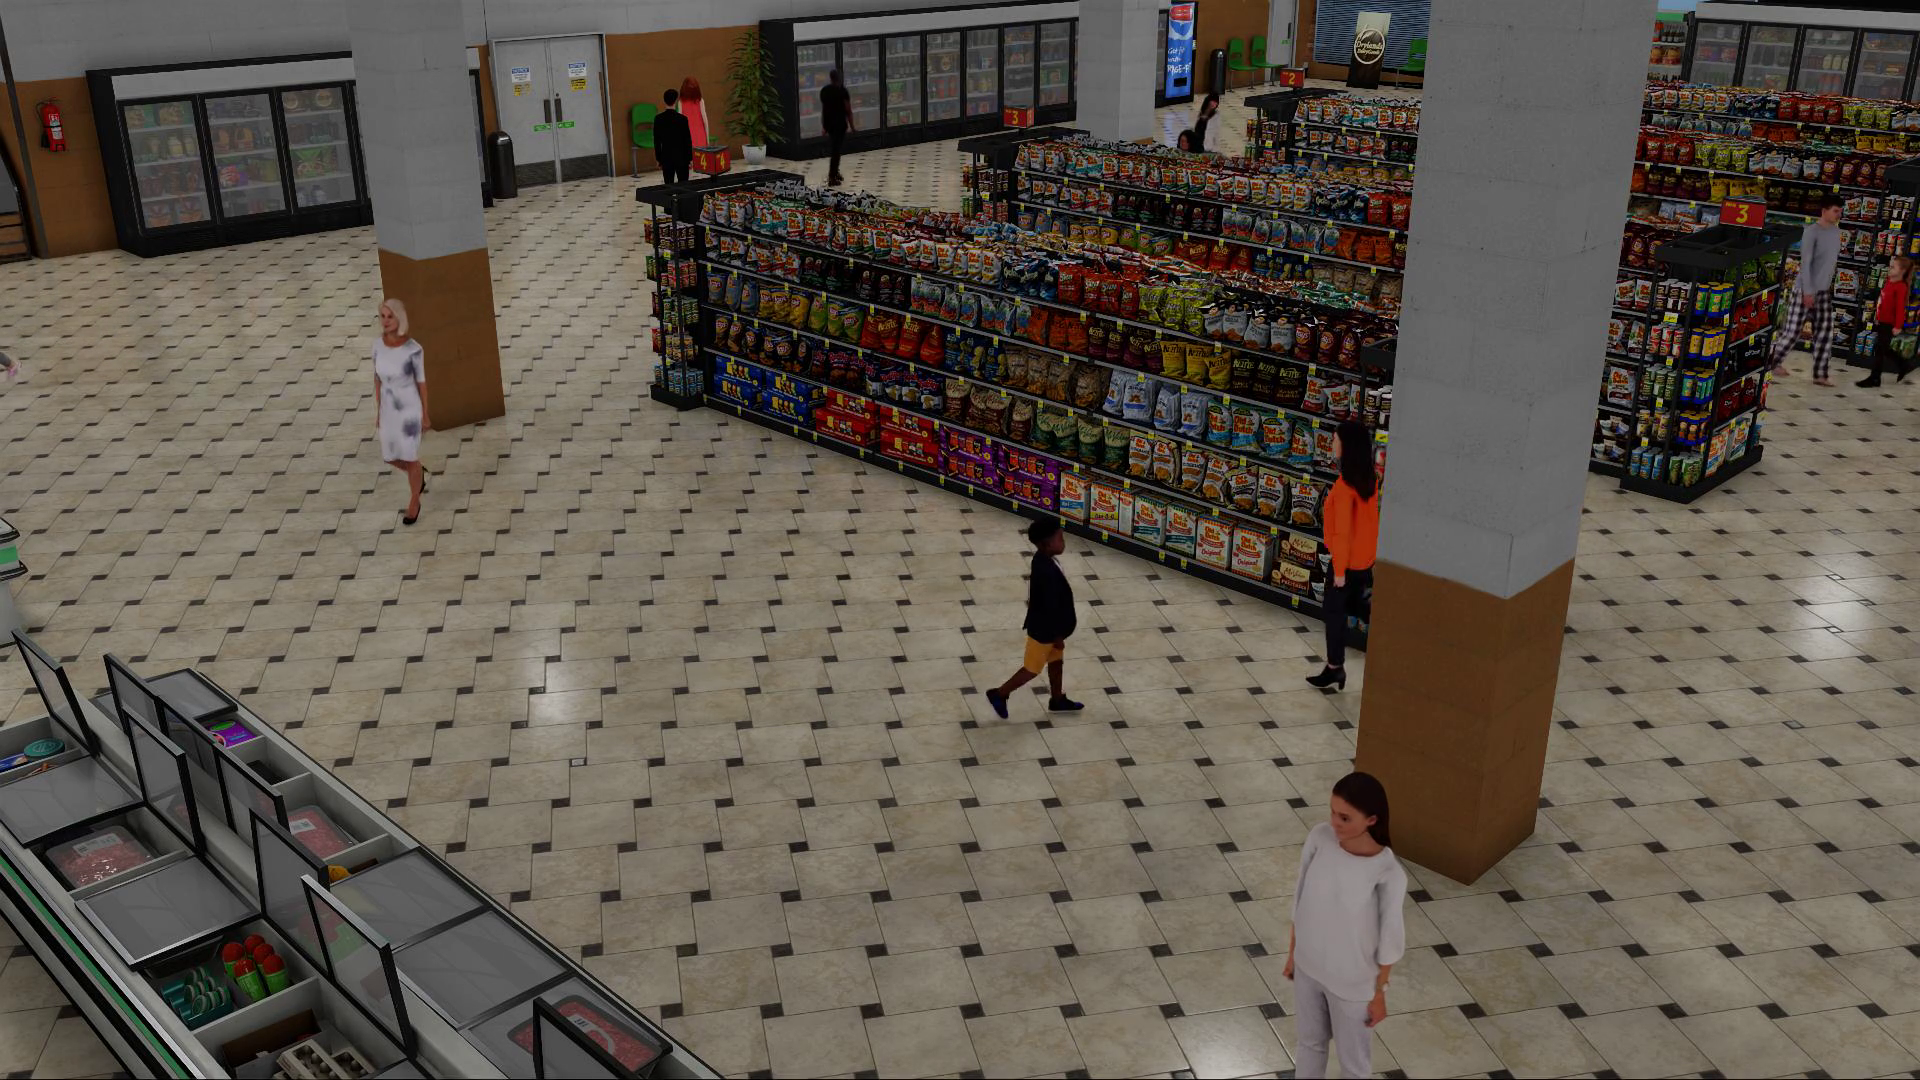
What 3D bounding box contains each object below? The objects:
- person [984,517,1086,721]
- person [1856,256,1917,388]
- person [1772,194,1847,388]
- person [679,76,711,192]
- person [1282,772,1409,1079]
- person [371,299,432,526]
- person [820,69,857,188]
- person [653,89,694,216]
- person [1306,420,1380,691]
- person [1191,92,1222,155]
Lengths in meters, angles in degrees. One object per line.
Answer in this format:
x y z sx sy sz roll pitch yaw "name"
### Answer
0.429 0.478 9.649 0.874 1.253 0.834 -1 22 -3 "person"
9.025 -2.105 16.052 0.849 1.271 0.768 0 22 1 "person"
8.196 -2.426 16.127 0.933 1.811 1.131 -7 23 -17 "person"
-4.038 -6.106 25.262 0.637 1.828 0.718 2 22 5 "person"
1.437 1.599 6.274 0.650 1.688 0.471 -19 29 -40 "person"
-4.223 -0.998 12.672 0.841 1.737 0.874 3 22 8 "person"
-2.011 -6.470 26.205 0.732 1.800 0.785 17 27 36 "person"
-3.993 -5.337 23.259 0.773 1.894 0.846 1 22 3 "person"
2.411 0.143 9.853 0.972 1.721 0.761 12 25 27 "person"
3.690 -5.951 25.156 0.706 1.619 0.476 -12 25 -28 "person"
